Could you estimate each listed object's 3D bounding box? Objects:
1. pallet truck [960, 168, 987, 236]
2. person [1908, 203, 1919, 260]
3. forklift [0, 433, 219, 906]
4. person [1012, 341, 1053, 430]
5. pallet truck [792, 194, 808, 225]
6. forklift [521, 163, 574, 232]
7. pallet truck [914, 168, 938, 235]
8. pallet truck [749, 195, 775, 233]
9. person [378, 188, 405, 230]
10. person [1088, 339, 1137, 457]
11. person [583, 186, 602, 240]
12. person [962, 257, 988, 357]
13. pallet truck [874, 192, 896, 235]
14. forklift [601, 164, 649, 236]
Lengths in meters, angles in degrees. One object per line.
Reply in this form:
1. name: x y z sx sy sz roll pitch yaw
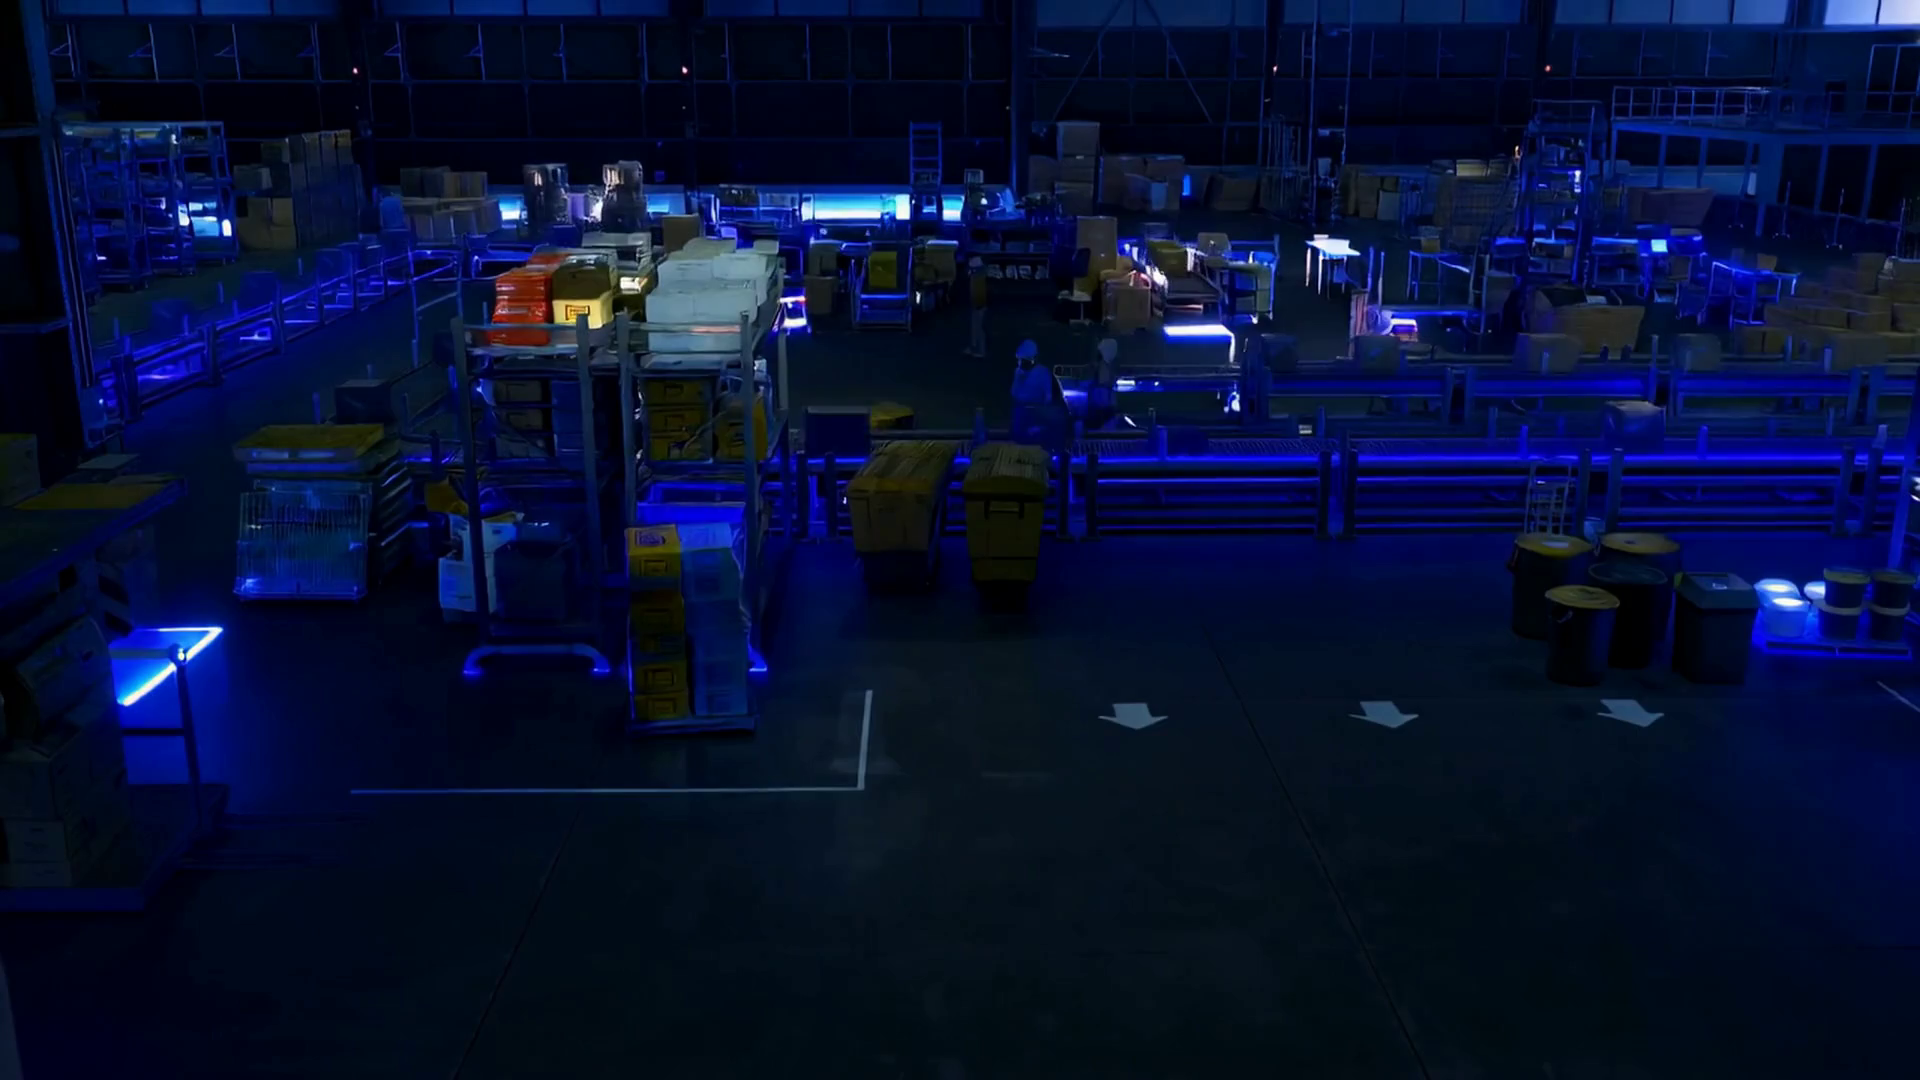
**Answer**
1. pallet truck: 0.383 -10.230 50.206 0.823 1.965 1.885 -1 16 -3
2. person: 23.859 -7.668 41.238 0.607 2.034 0.396 11 19 33
3. forklift: -5.952 0.780 10.366 1.873 2.768 1.129 0 16 -1
4. person: 0.844 -1.513 20.208 0.404 1.829 0.591 -15 22 -42
5. pallet truck: -4.814 -9.883 50.259 0.704 1.261 1.522 -1 16 -3
6. forklift: -12.233 -10.122 49.298 1.157 1.987 2.680 0 16 -1
7. pallet truck: -0.989 -10.316 50.507 0.823 1.965 1.885 1 16 3
8. pallet truck: -6.051 -9.967 50.660 0.680 1.201 1.601 0 16 -1
9. person: -14.906 -8.333 43.833 0.679 1.864 0.933 1 16 3
10. person: 1.896 -1.759 21.380 0.882 1.640 0.547 0 16 1
11. person: -9.906 -8.652 45.015 0.600 1.832 0.404 11 19 34
12. person: 0.204 -4.117 29.379 0.637 1.746 0.553 8 18 25
13. pallet truck: -2.277 -9.986 50.594 0.653 1.274 1.630 0 16 -1
14. forklift: -9.948 -10.127 49.296 1.157 1.987 2.680 -1 16 -3
